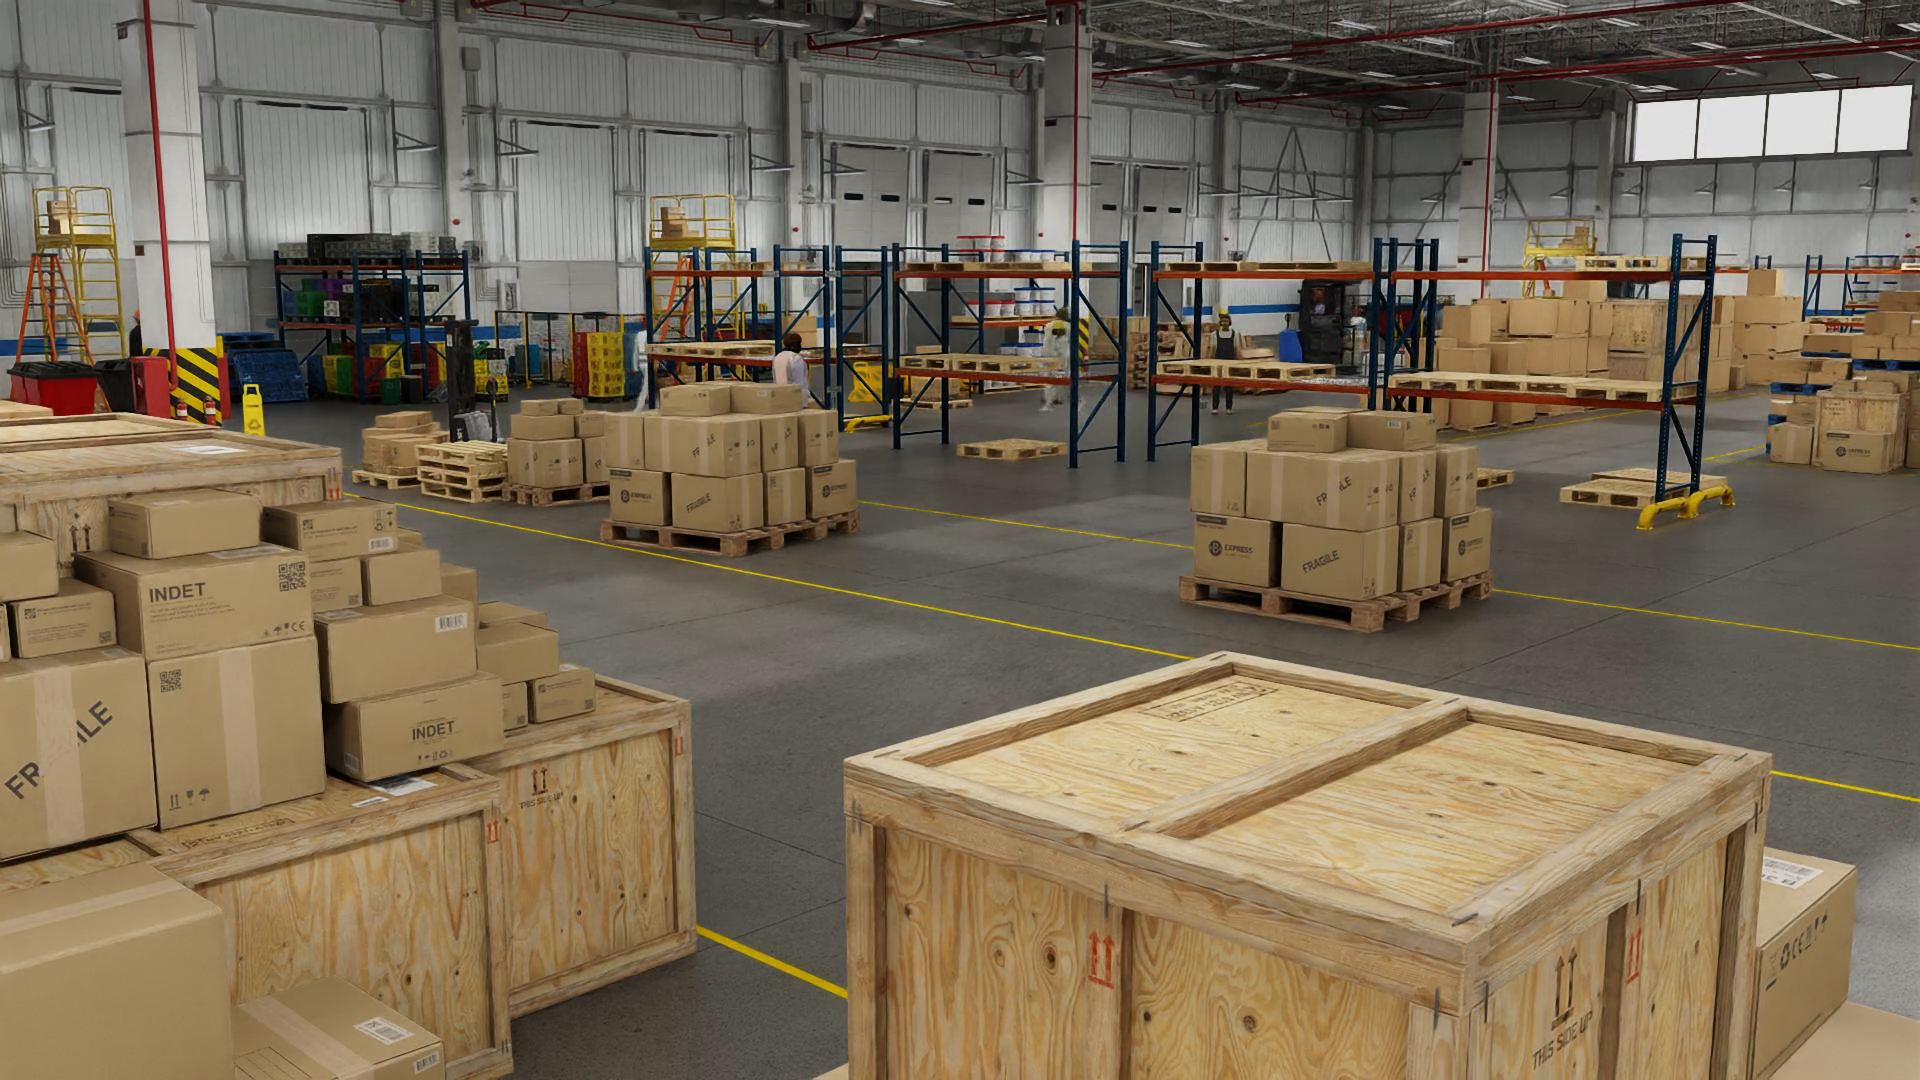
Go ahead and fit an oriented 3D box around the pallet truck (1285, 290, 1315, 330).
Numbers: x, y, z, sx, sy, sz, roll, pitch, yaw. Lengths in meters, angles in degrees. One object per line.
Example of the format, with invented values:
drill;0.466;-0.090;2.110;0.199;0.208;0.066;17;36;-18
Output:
pallet truck;11.297;-6.951;52.861;1.885;1.965;0.823;-5;11;-29

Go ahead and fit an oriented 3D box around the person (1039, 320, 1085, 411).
person;1.915;-3.254;31.116;0.805;1.718;0.519;-4;10;-21

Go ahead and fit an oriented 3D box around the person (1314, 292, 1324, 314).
person;11.744;-7.124;54.209;0.618;1.911;0.553;-1;9;-7

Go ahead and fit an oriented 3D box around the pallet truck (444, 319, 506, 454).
pallet truck;-6.981;-1.942;22.150;1.885;1.965;0.823;1;9;9

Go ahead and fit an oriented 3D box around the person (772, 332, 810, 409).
person;-2.149;-1.754;21.475;0.429;1.844;0.627;-8;12;-40

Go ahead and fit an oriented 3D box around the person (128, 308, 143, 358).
person;-14.093;-3.005;28.685;0.616;1.995;0.386;8;12;41

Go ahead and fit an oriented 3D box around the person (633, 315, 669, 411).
person;-5.563;-3.100;29.793;0.580;1.834;1.005;7;11;35

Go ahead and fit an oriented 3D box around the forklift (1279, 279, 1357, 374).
forklift;8.957;-5.571;41.703;1.129;2.768;1.873;-4;10;-24

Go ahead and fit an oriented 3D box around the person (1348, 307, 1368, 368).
person;10.654;-5.394;44.437;0.427;1.624;0.548;-9;13;-43

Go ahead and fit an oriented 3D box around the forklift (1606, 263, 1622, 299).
forklift;17.860;-6.203;45.576;1.873;2.768;1.129;3;10;15

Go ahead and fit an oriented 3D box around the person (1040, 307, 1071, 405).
person;1.908;-3.593;32.548;0.677;1.925;0.436;-3;10;-15

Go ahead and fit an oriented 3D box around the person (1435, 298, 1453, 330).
person;12.240;-5.114;41.828;0.643;1.918;0.513;4;10;23

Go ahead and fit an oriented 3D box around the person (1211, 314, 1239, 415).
person;4.825;-3.199;30.323;0.507;1.845;0.339;1;9;8
